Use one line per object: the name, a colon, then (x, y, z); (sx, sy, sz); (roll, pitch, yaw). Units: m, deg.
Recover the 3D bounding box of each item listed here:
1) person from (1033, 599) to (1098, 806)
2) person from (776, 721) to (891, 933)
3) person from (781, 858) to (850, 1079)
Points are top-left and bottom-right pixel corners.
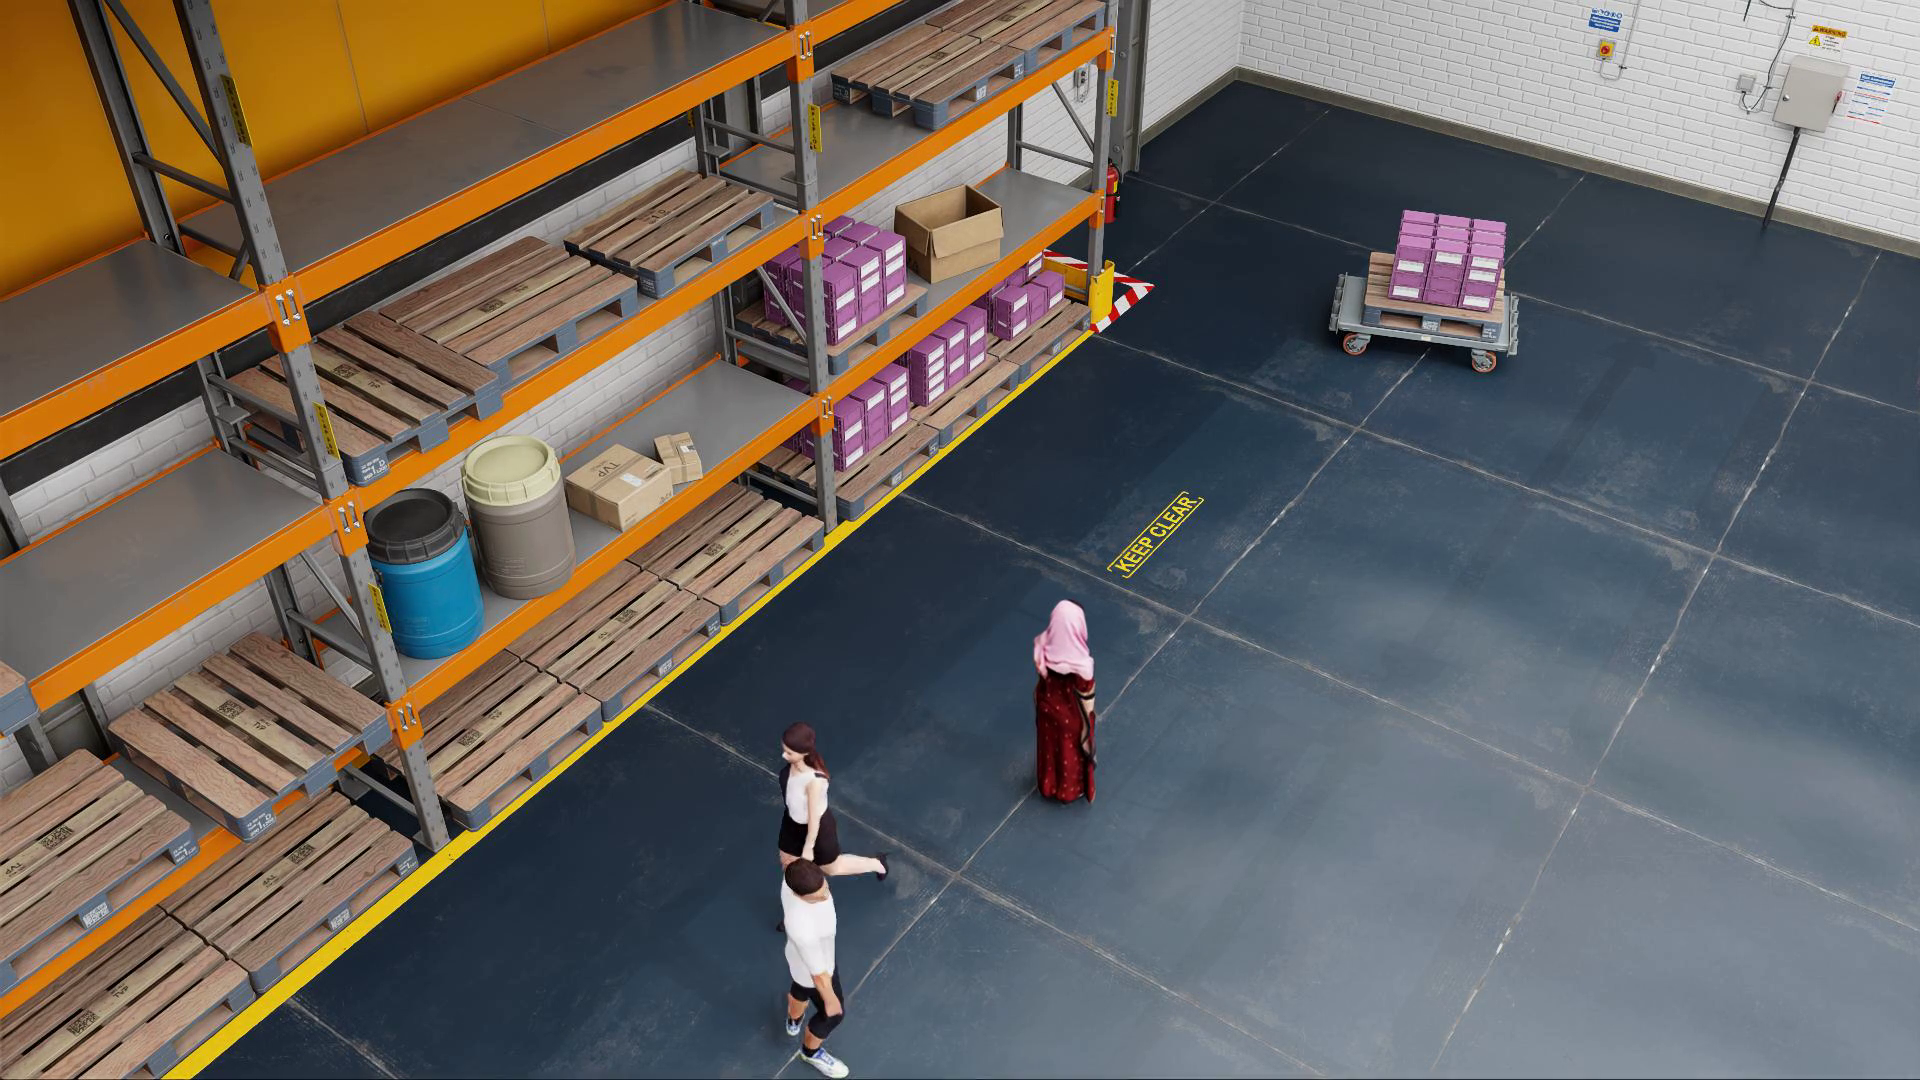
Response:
person: (0.661, 1.039, 10.477); (0.672, 1.635, 0.716); (-30, 48, -32)
person: (-0.791, 1.654, 9.716); (1.061, 1.625, 0.762); (-23, 44, -26)
person: (-0.818, 2.213, 8.867); (0.914, 1.811, 0.913); (-17, 42, -20)
